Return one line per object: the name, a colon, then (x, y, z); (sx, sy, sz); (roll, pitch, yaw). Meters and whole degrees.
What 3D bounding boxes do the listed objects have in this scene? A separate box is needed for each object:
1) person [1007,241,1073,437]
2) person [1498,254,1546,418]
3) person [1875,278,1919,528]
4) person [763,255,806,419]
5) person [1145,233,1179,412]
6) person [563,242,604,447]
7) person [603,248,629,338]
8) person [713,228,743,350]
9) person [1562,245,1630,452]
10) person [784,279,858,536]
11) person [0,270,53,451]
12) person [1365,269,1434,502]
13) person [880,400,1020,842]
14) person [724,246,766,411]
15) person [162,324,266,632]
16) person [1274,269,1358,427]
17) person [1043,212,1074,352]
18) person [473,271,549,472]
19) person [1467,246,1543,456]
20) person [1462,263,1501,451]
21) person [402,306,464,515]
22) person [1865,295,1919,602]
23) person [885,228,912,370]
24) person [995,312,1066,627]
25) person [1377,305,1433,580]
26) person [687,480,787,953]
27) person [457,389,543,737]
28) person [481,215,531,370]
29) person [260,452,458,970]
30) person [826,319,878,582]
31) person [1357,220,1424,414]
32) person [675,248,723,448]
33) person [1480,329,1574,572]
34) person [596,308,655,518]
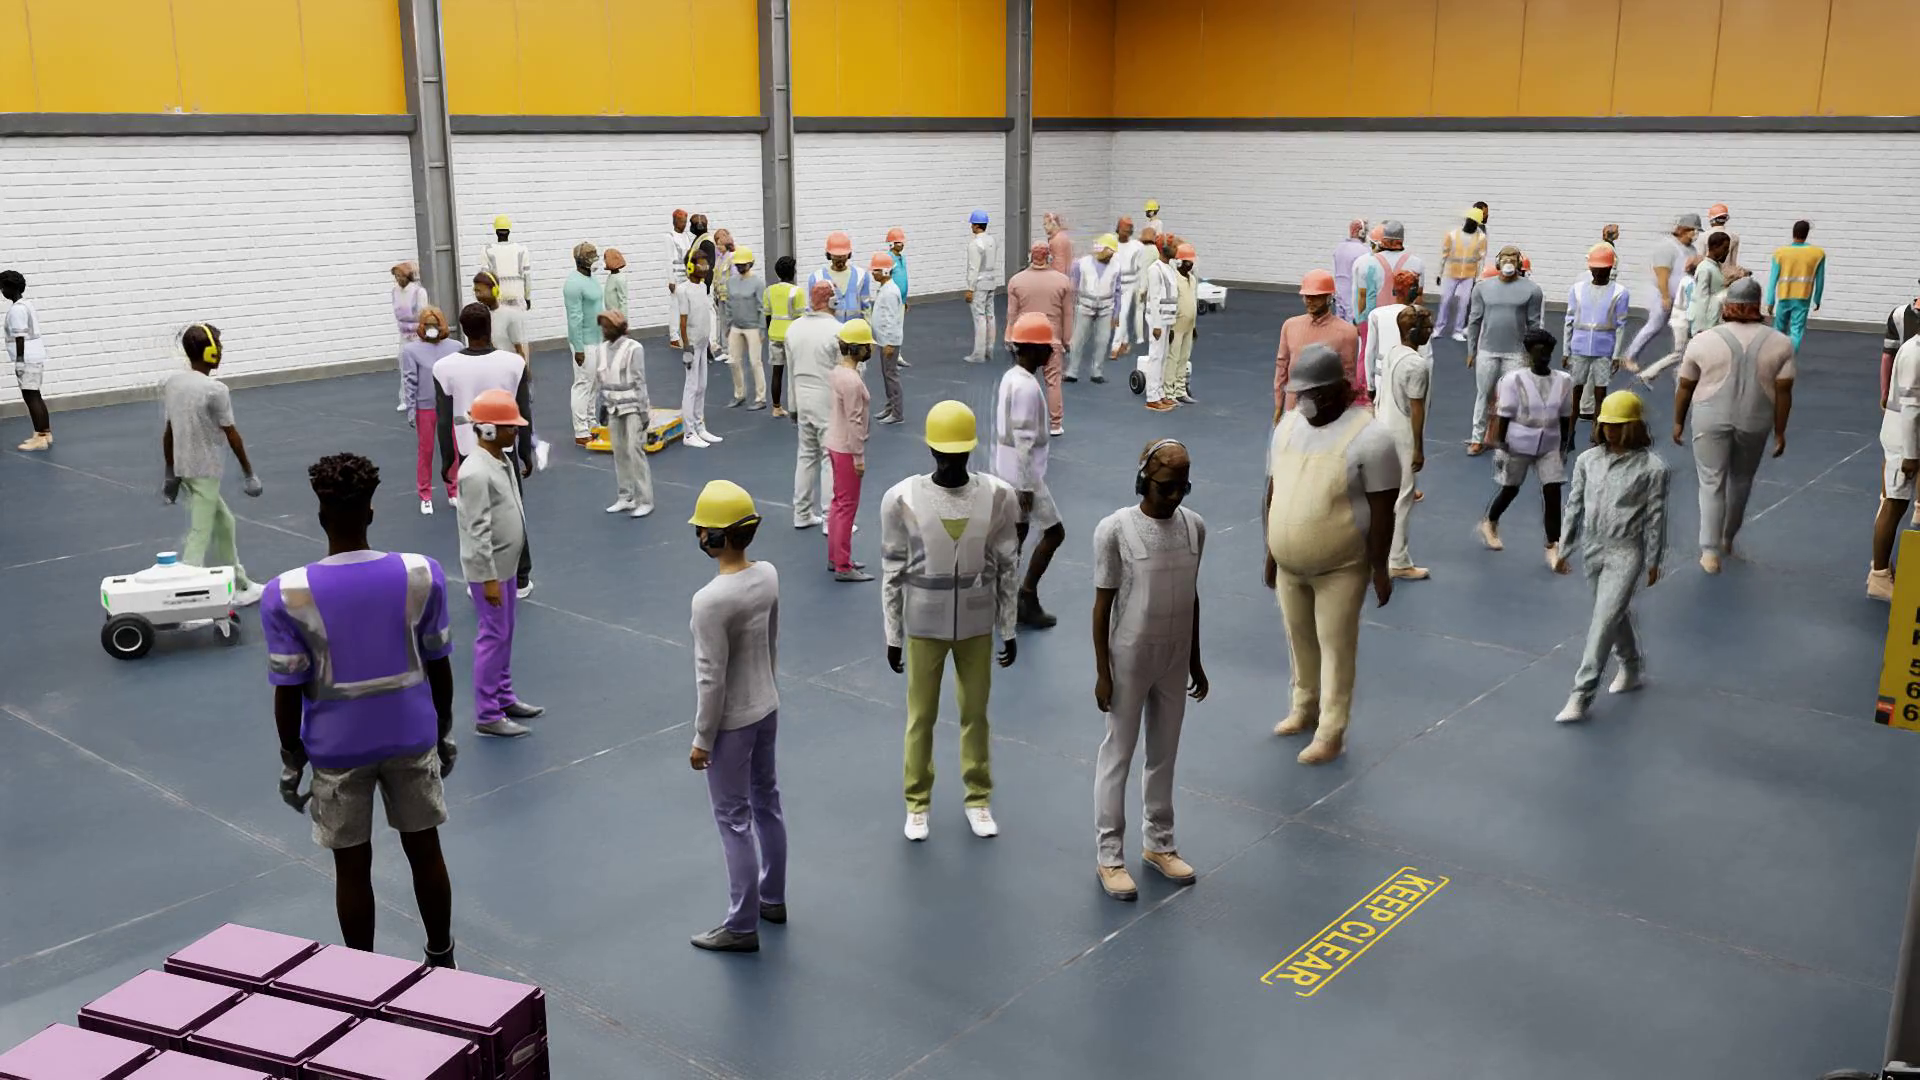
person: (0.777, -1.961, 16.282); (0.644, 1.907, 0.400); (0, 14, 1)
person: (5.549, -1.986, 16.680); (0.328, 1.754, 0.575); (-13, 19, -41)
person: (7.325, -1.119, 12.638); (0.376, 2.041, 0.615); (-10, 17, -35)
person: (-1.782, -2.078, 17.174); (0.529, 1.697, 0.321); (9, 16, 31)
person: (2.170, -2.329, 17.803); (0.356, 1.882, 0.572); (5, 15, 21)
person: (-3.527, -1.848, 15.766); (0.355, 1.938, 0.637); (2, 14, 7)
person: (-3.933, -2.507, 19.018); (0.281, 1.634, 0.498); (-8, 16, -29)
person: (-3.190, -3.379, 22.490); (0.514, 1.641, 0.308); (3, 14, 11)
person: (5.850, -1.751, 15.381); (0.544, 1.938, 0.356); (8, 16, 29)
person: (-1.004, -0.988, 12.423); (0.658, 1.900, 0.398); (13, 19, 41)
person: (-8.789, -1.693, 15.662); (0.320, 1.686, 0.539); (-6, 15, -21)
person: (3.543, -1.235, 13.427); (0.347, 1.882, 0.584); (-13, 19, -43)
person: (-0.035, 0.354, 7.021); (0.588, 1.919, 0.402); (-3, 14, -10)
person: (-2.295, -2.261, 17.794); (0.541, 1.748, 0.344); (8, 16, 28)
person: (-4.541, -0.404, 10.204); (0.509, 1.828, 0.906); (9, 17, 33)
person: (2.583, -0.981, 12.187); (0.612, 1.995, 0.379); (9, 17, 31)
person: (1.286, -3.396, 22.078); (0.422, 1.874, 0.679); (2, 14, 7)
person: (-3.824, -1.382, 14.136); (0.579, 1.837, 0.730); (10, 17, 34)
person: (4.961, -1.715, 15.230); (0.636, 1.939, 0.358); (6, 15, 22)
person: (4.938, -1.707, 15.575); (0.327, 1.753, 0.563); (2, 14, 10)
person: (-4.104, -1.024, 13.089); (0.505, 1.632, 0.285); (-10, 17, -35)
person: (6.106, -0.615, 10.638); (0.394, 2.038, 0.605); (9, 17, 31)
person: (-0.801, -3.016, 20.808); (0.324, 1.752, 0.561); (6, 15, 23)
person: (0.457, -0.405, 10.022); (0.496, 1.924, 0.569); (-2, 14, -7)
person: (2.980, -0.658, 11.198); (0.348, 1.846, 0.506); (-3, 14, -13)
person: (-0.839, 0.649, 6.137); (0.311, 1.768, 0.533); (6, 15, 21)
person: (-2.305, 0.107, 8.344); (0.353, 1.746, 0.579); (0, 14, 0)
person: (-5.560, -3.008, 20.422); (0.587, 1.928, 0.362); (-7, 16, -26)
person: (-2.004, 0.672, 5.636); (0.608, 1.966, 0.374); (-8, 16, -30)
person: (-0.716, -0.602, 11.162); (0.349, 1.759, 0.522); (-3, 14, -13)
person: (4.515, -2.342, 17.534); (0.672, 2.000, 0.536); (2, 14, 9)
person: (-2.489, -1.825, 15.812); (0.329, 1.873, 0.508); (4, 15, 16)
person: (3.984, -0.667, 11.632); (0.544, 1.653, 0.785); (0, 14, -2)
person: (-2.611, -0.994, 12.979); (0.581, 1.628, 0.320); (9, 17, 33)
